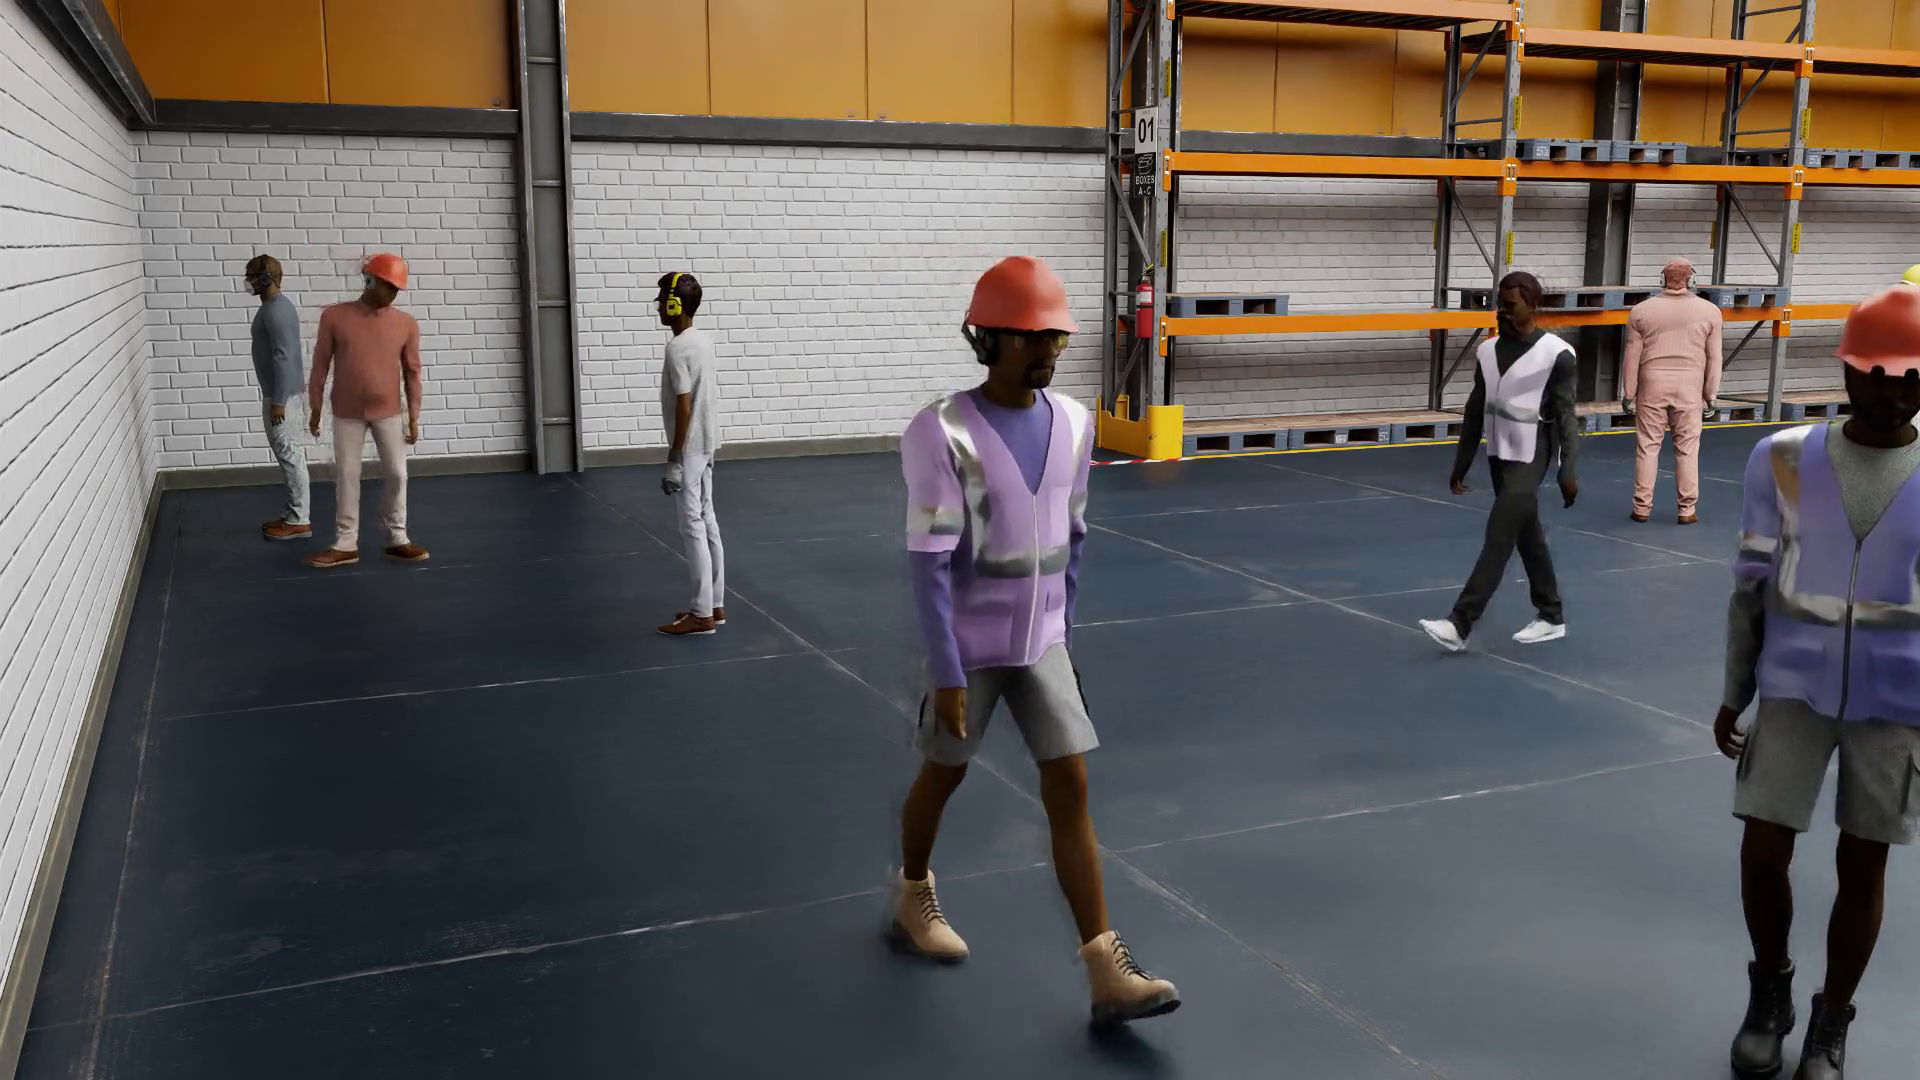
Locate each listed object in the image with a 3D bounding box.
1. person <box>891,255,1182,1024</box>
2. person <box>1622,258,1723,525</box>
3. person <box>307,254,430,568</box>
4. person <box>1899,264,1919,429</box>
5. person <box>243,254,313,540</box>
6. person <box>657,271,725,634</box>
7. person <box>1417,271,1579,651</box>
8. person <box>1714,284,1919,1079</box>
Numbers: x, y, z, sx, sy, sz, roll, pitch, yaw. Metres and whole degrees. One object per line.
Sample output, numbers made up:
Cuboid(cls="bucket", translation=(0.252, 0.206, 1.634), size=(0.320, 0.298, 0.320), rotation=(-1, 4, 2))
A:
Cuboid(cls="person", translation=(0.142, 0.259, 4.380), size=(0.633, 1.980, 1.089), rotation=(-7, 12, -34))
Cuboid(cls="person", translation=(5.110, -1.064, 11.967), size=(0.651, 1.904, 0.401), rotation=(4, 11, 22))
Cuboid(cls="person", translation=(-3.730, -0.787, 10.331), size=(0.763, 1.951, 0.397), rotation=(-4, 11, -22))
Cuboid(cls="person", translation=(7.973, -1.388, 13.970), size=(0.403, 1.835, 0.587), rotation=(-4, 11, -20))
Cuboid(cls="person", translation=(-4.652, -0.973, 11.363), size=(0.353, 1.937, 0.635), rotation=(-4, 11, -22))
Cuboid(cls="person", translation=(-1.408, -0.440, 8.586), size=(0.331, 1.872, 0.513), rotation=(2, 10, 11))
Cuboid(cls="person", translation=(2.674, -0.379, 8.229), size=(1.002, 1.867, 0.617), rotation=(-4, 11, -21))
Cuboid(cls="person", translation=(2.061, 0.381, 3.848), size=(0.581, 1.925, 0.437), rotation=(6, 12, 31))
